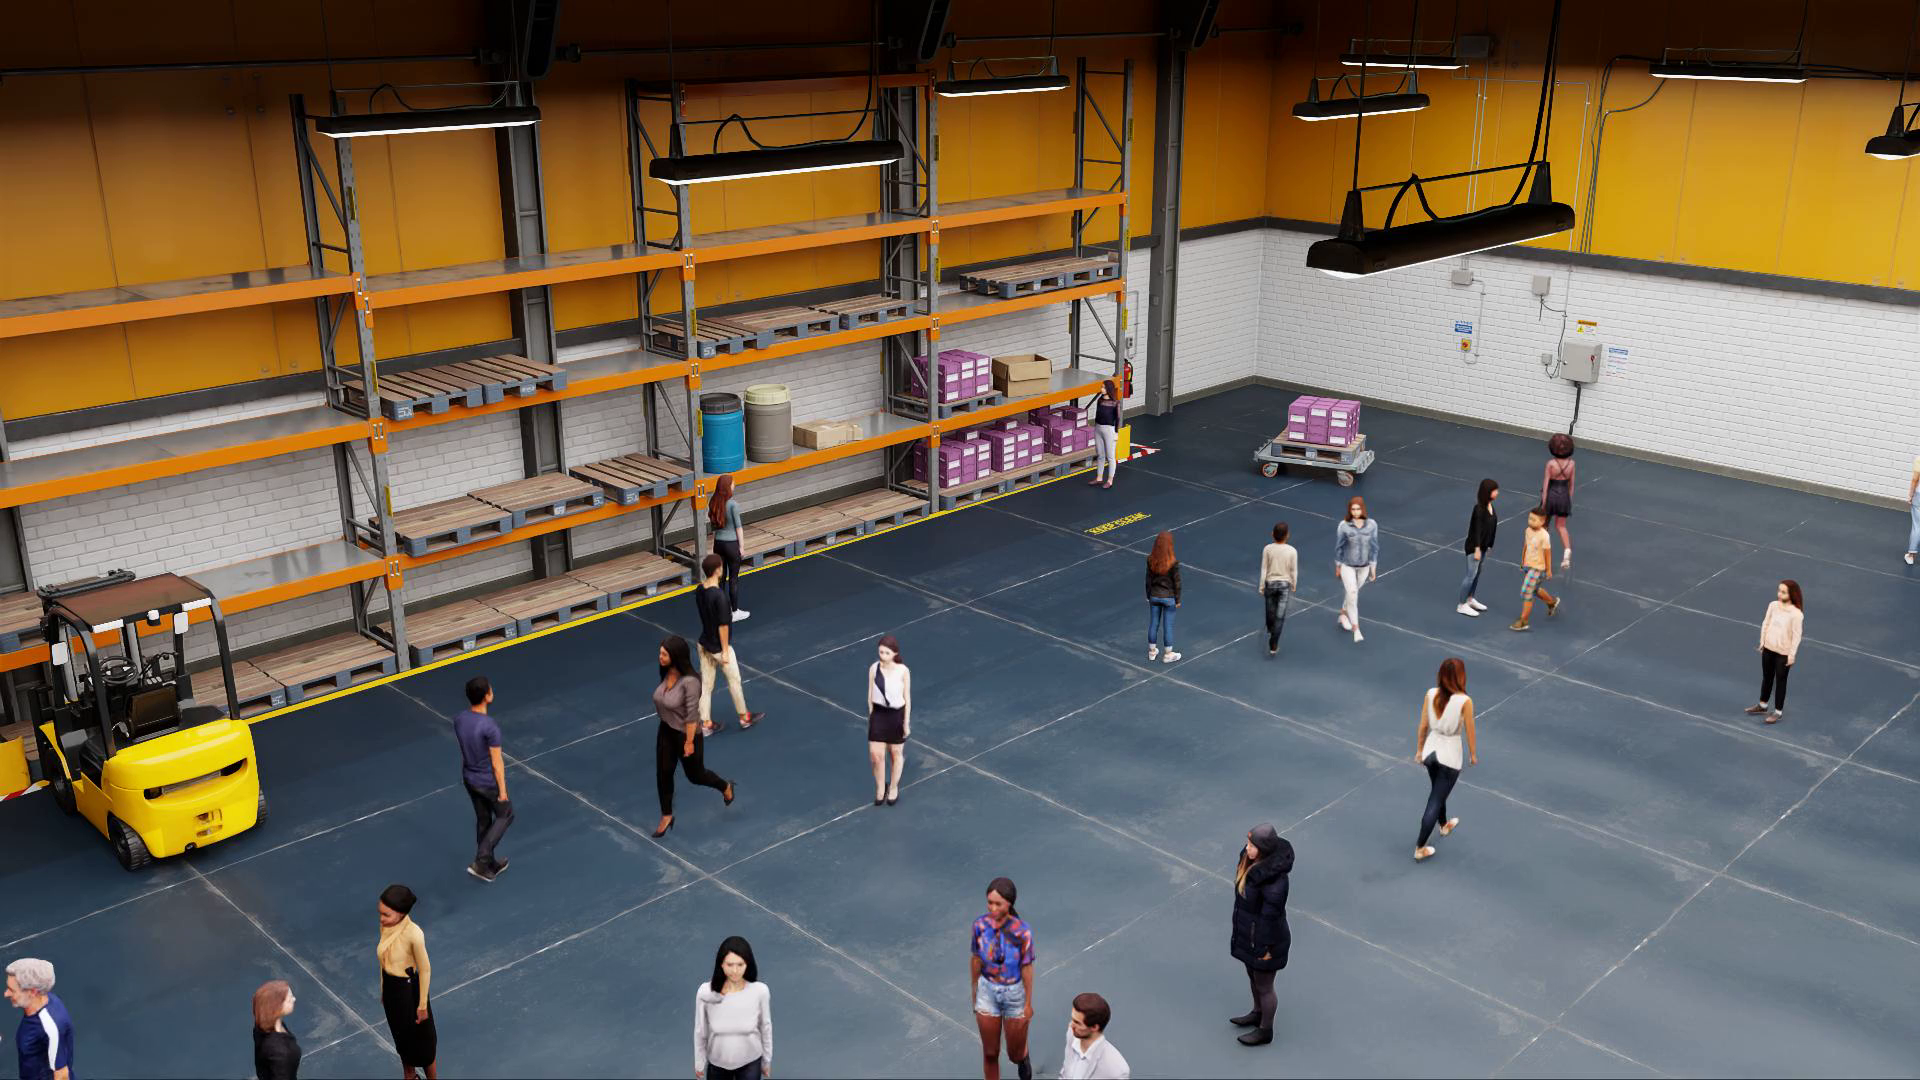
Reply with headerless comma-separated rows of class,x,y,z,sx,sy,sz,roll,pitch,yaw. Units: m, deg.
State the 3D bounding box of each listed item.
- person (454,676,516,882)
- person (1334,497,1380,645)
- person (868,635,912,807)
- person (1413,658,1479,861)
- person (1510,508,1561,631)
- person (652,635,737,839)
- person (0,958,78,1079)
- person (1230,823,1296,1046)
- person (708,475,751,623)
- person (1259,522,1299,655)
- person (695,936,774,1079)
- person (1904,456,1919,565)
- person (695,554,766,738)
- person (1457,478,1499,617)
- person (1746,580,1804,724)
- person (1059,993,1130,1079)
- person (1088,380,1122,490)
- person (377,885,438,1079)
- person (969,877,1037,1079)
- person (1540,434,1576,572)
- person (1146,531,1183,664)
person,-3.931,1.990,13.499,0.759,1.777,0.852,10,21,28
person,4.428,0.297,18.731,1.097,1.645,1.102,-2,19,-5
person,-0.596,1.595,14.889,0.687,1.638,0.742,3,19,9
person,3.980,1.866,13.905,0.986,1.753,0.624,-15,23,-37
person,6.629,0.322,18.996,1.030,1.429,0.804,-6,20,-18
person,-2.321,1.684,14.349,0.677,1.814,1.064,16,24,39
person,-5.224,3.231,9.747,1.064,1.819,0.670,-16,24,-39
person,2.097,2.712,11.515,0.818,1.675,0.783,-4,19,-11
person,-2.689,0.084,19.212,0.632,1.742,0.594,12,22,31
person,3.490,0.560,18.298,0.833,1.424,1.074,6,20,18
person,-1.380,3.148,10.193,0.842,1.693,0.893,-2,19,-6
person,12.265,-0.520,21.038,0.677,1.723,0.632,11,21,28
person,-2.443,1.055,16.180,0.860,1.838,0.672,-17,25,-41
person,6.047,0.063,19.430,0.640,1.643,0.506,13,23,34
person,8.184,1.095,16.616,0.620,1.484,0.633,-8,20,-23
person,0.745,3.345,9.364,0.634,1.848,0.725,-11,22,-30
person,2.126,-1.552,24.282,0.534,1.607,0.598,-16,24,-40
person,-3.582,2.969,10.782,0.616,1.655,0.600,12,22,31
person,0.301,2.943,10.750,0.795,1.726,0.924,6,20,17
person,7.441,-0.423,20.680,0.997,1.767,1.024,-1,19,-4
person,2.204,0.606,18.069,0.613,1.484,0.591,10,21,28
